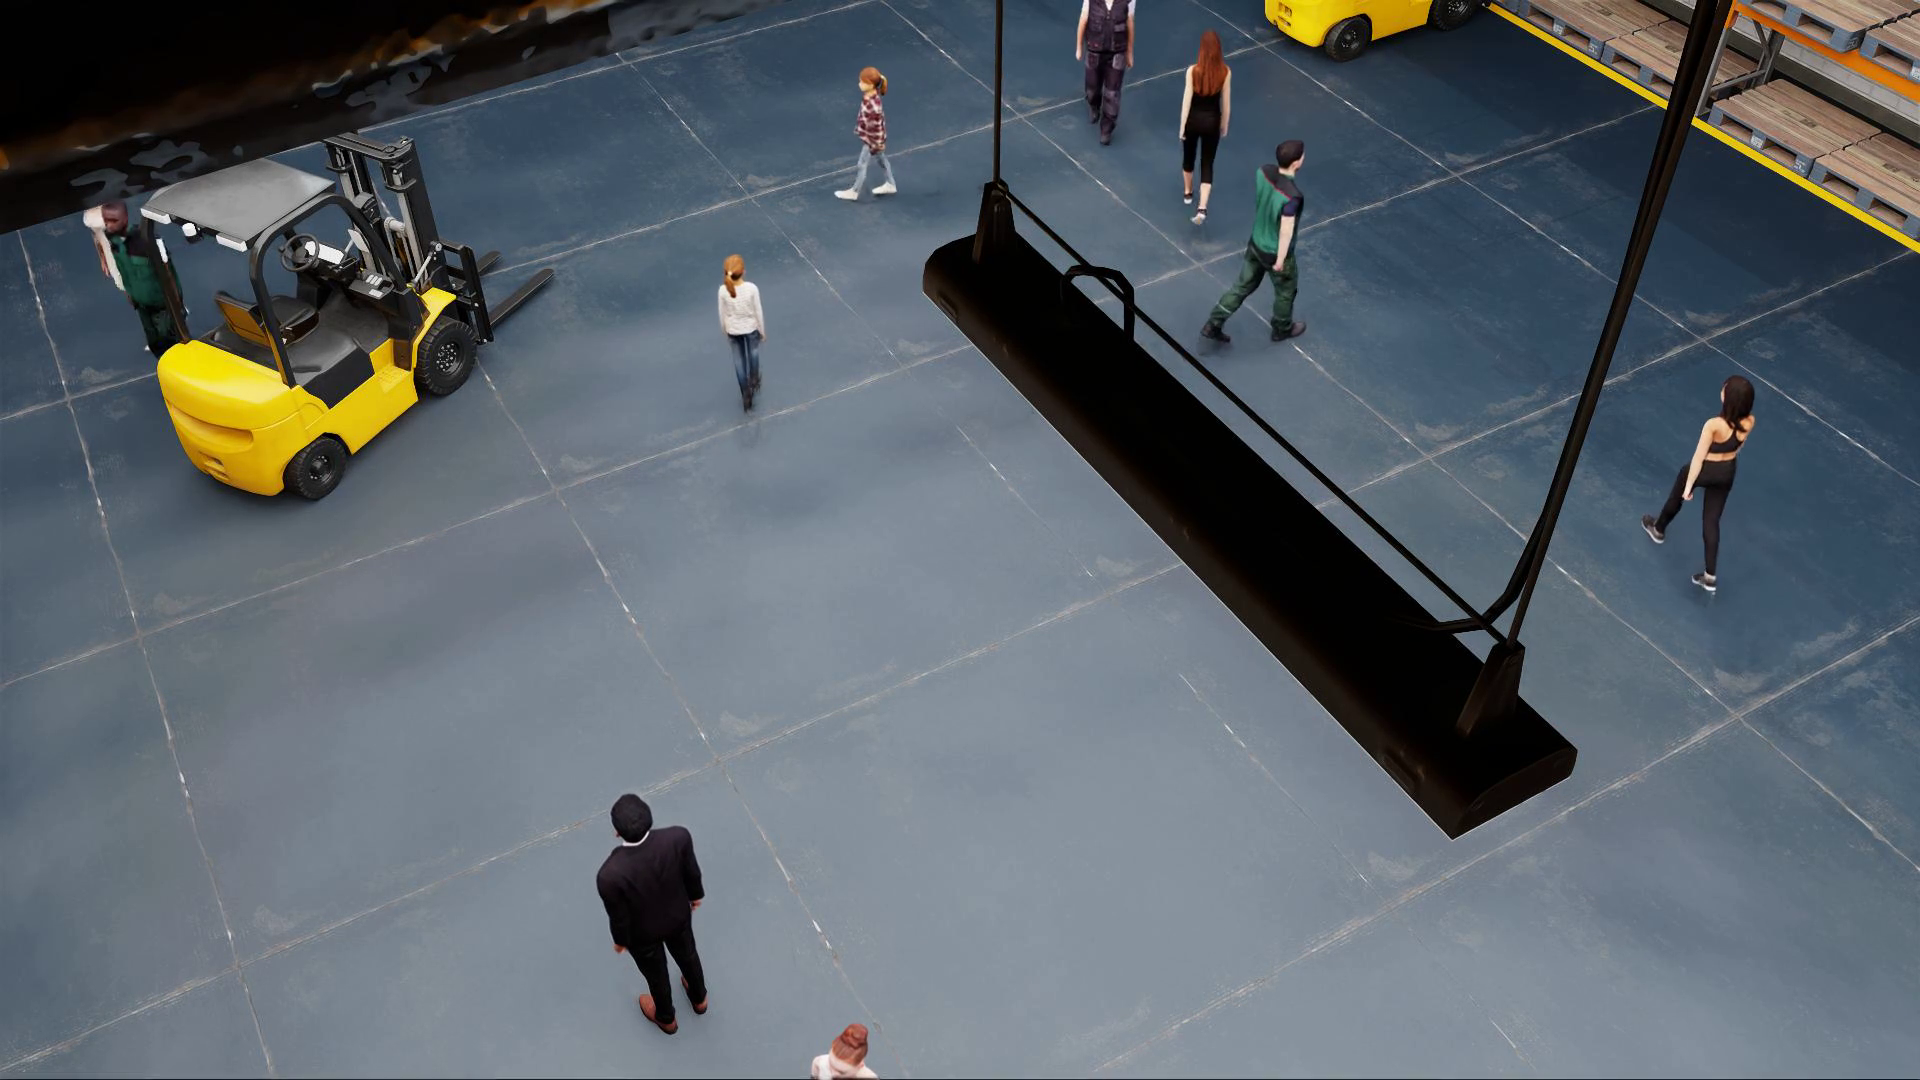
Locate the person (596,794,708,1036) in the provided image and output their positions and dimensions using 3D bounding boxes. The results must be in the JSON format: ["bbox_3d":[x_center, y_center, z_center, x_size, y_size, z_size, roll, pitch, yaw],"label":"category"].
[{"bbox_3d":[-1.590,1.967,8.705,0.725,1.883,0.591,-27,50,-26],"label":"person"}]

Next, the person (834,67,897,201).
[{"bbox_3d":[-0.725,-3.680,15.068,0.767,1.282,0.827,-5,44,-6],"label":"person"}]

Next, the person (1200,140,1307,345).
[{"bbox_3d":[2.387,-2.309,13.204,0.750,1.869,1.095,-20,47,-20],"label":"person"}]

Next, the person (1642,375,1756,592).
[{"bbox_3d":[5.167,-0.378,11.364,0.860,1.610,1.151,-4,44,-4],"label":"person"}]

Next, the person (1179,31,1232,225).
[{"bbox_3d":[2.137,-3.603,14.686,0.968,1.698,1.128,2,44,3],"label":"person"}]

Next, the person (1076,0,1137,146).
[{"bbox_3d":[1.398,-4.679,15.717,0.915,1.834,0.984,2,44,2],"label":"person"}]

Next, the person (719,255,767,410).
[{"bbox_3d":[-1.687,-1.579,12.849,0.661,1.301,0.778,-3,44,-3],"label":"person"}]

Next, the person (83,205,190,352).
[{"bbox_3d":[-6.625,-2.304,13.330,0.755,1.687,0.807,20,47,19],"label":"person"}]

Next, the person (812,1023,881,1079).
[{"bbox_3d":[-0.503,2.814,7.883,0.583,1.791,0.703,22,48,21],"label":"person"}]

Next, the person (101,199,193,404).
[{"bbox_3d":[-6.104,-1.890,12.796,0.939,1.826,0.986,18,46,18],"label":"person"}]
